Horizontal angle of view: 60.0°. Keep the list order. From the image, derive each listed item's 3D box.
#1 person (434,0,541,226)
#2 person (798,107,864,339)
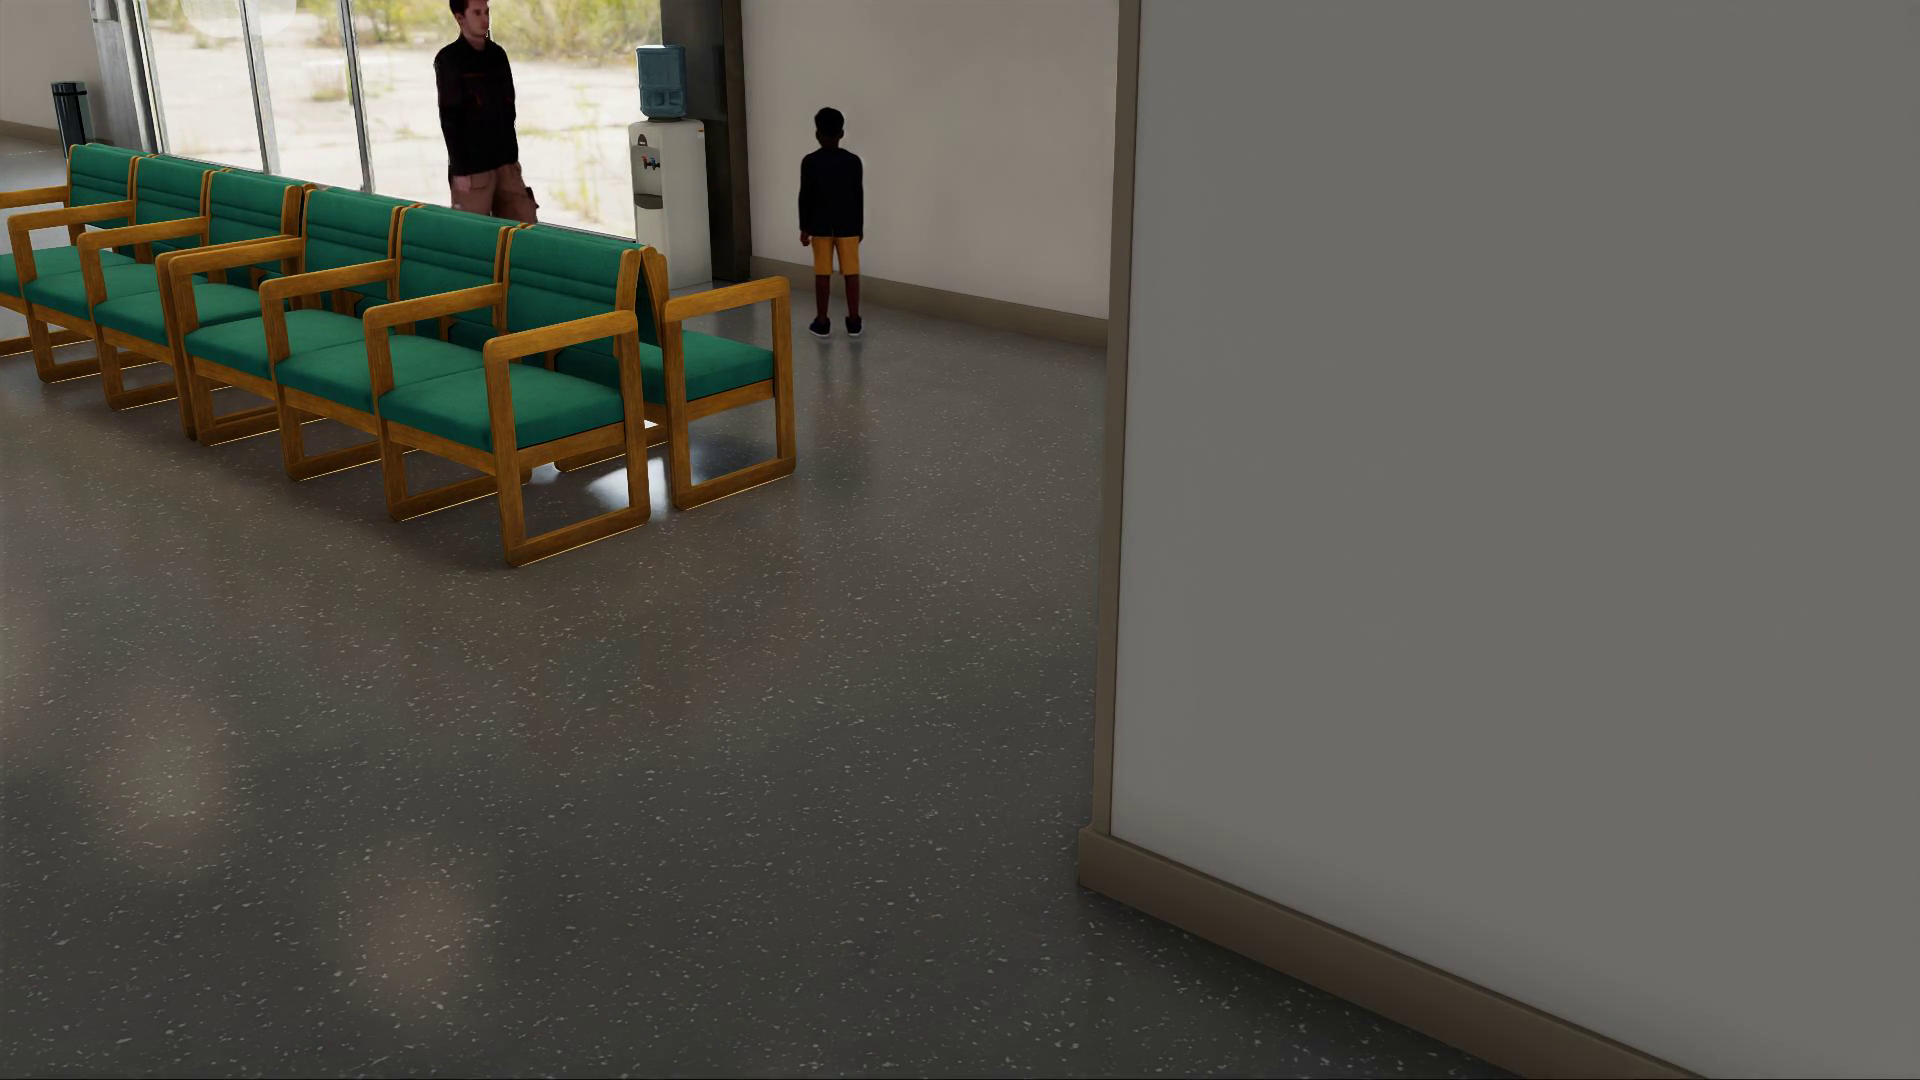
[{"bbox_3d":[-2.645,-2.008,9.057,0.846,1.906,0.884,13,24,30],"label":"person"},{"bbox_3d":[-0.710,-1.785,9.373,0.615,1.266,0.679,-3,21,-8],"label":"person"}]
